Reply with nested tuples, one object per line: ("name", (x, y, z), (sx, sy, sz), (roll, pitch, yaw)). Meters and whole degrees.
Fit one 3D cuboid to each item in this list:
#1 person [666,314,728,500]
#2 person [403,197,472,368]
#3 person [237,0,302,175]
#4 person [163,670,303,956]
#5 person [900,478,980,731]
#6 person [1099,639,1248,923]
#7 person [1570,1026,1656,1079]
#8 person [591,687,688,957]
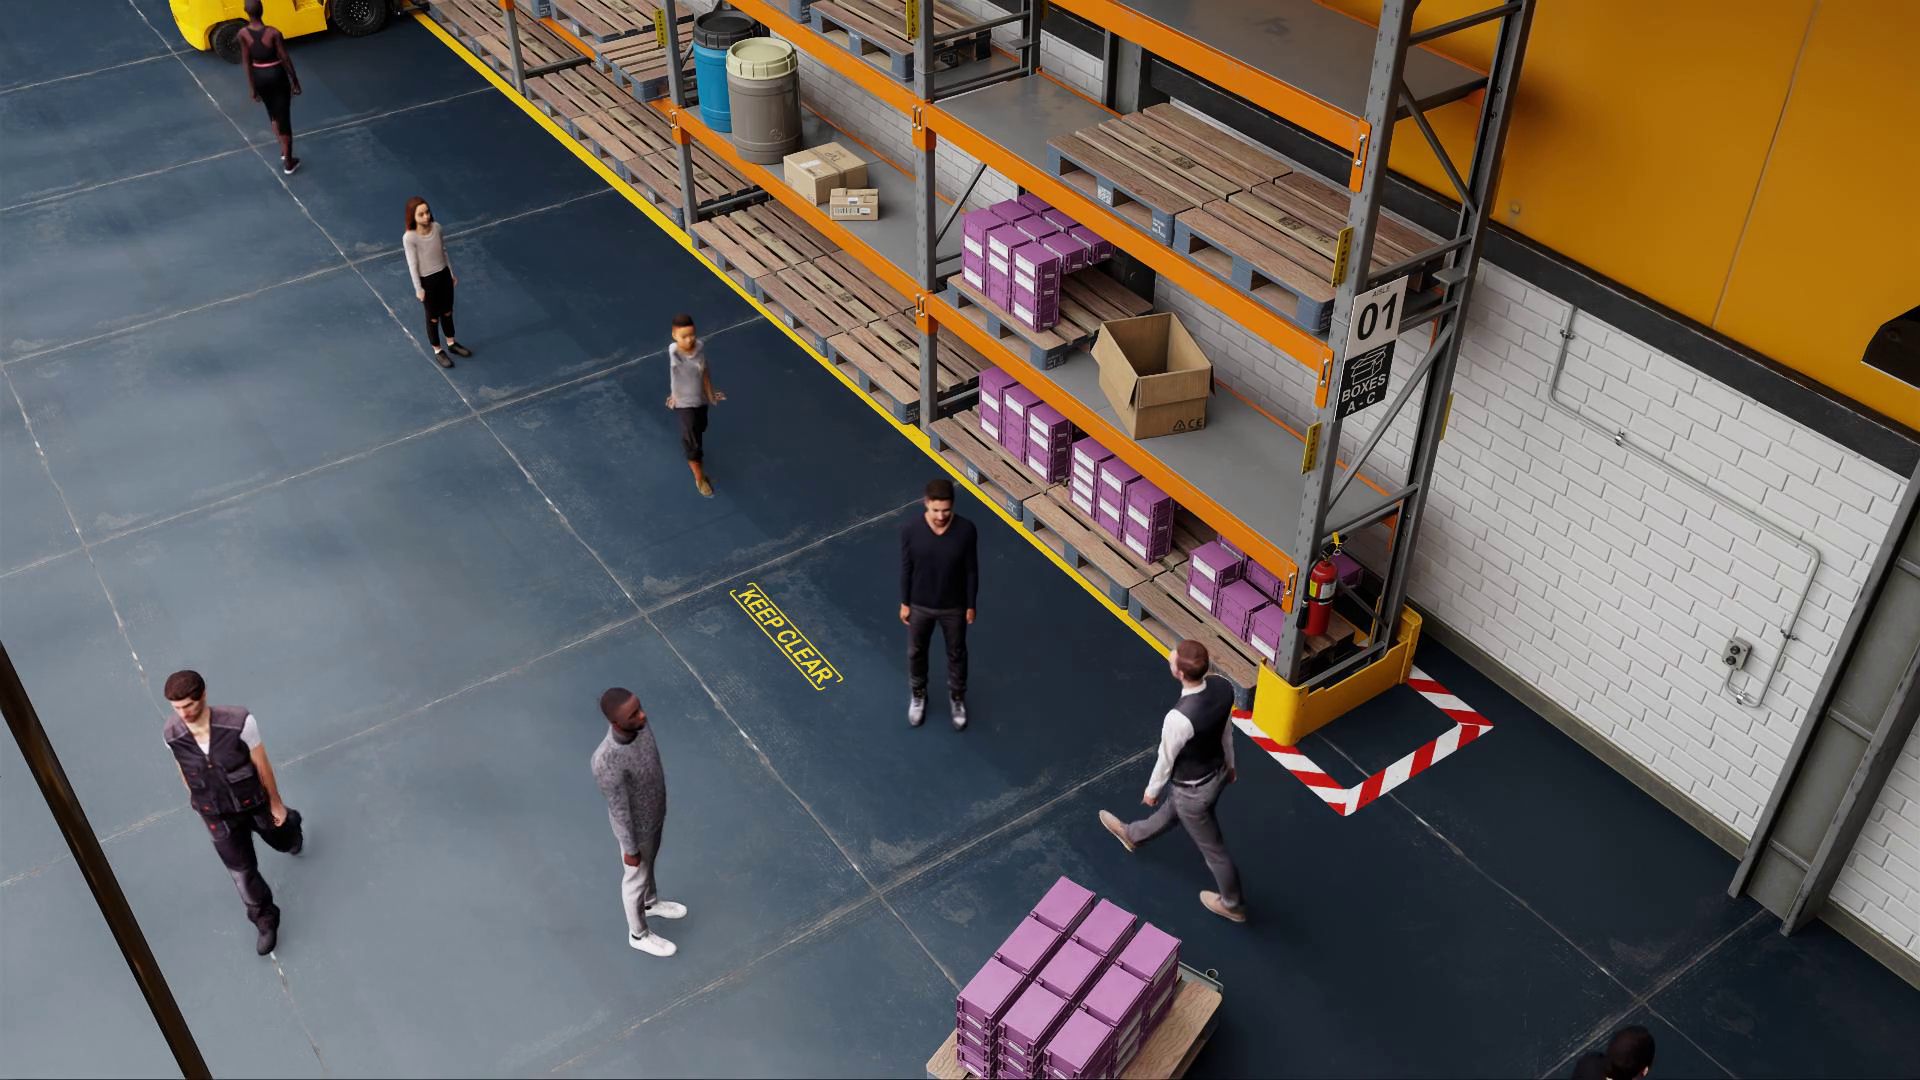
("person", (-2.050, -1.132, 12.438), (0.580, 1.438, 0.795), (-27, 46, -29))
("person", (-4.330, -2.141, 13.665), (0.596, 1.485, 0.611), (23, 44, 26))
("person", (-6.776, -4.427, 16.323), (0.779, 1.740, 0.858), (-3, 39, -4))
("person", (-3.898, 1.351, 9.026), (0.896, 1.817, 1.194), (-8, 39, -10))
("person", (-0.135, 0.361, 10.226), (0.730, 1.866, 0.769), (3, 39, 3))
("person", (1.359, 1.355, 8.968), (1.343, 1.883, 0.949), (26, 45, 29))
("person", (2.765, 2.786, 7.286), (0.873, 1.746, 0.776), (-4, 39, -5))
("person", (-1.727, 1.468, 8.863), (0.817, 1.837, 0.740), (4, 39, 6))
